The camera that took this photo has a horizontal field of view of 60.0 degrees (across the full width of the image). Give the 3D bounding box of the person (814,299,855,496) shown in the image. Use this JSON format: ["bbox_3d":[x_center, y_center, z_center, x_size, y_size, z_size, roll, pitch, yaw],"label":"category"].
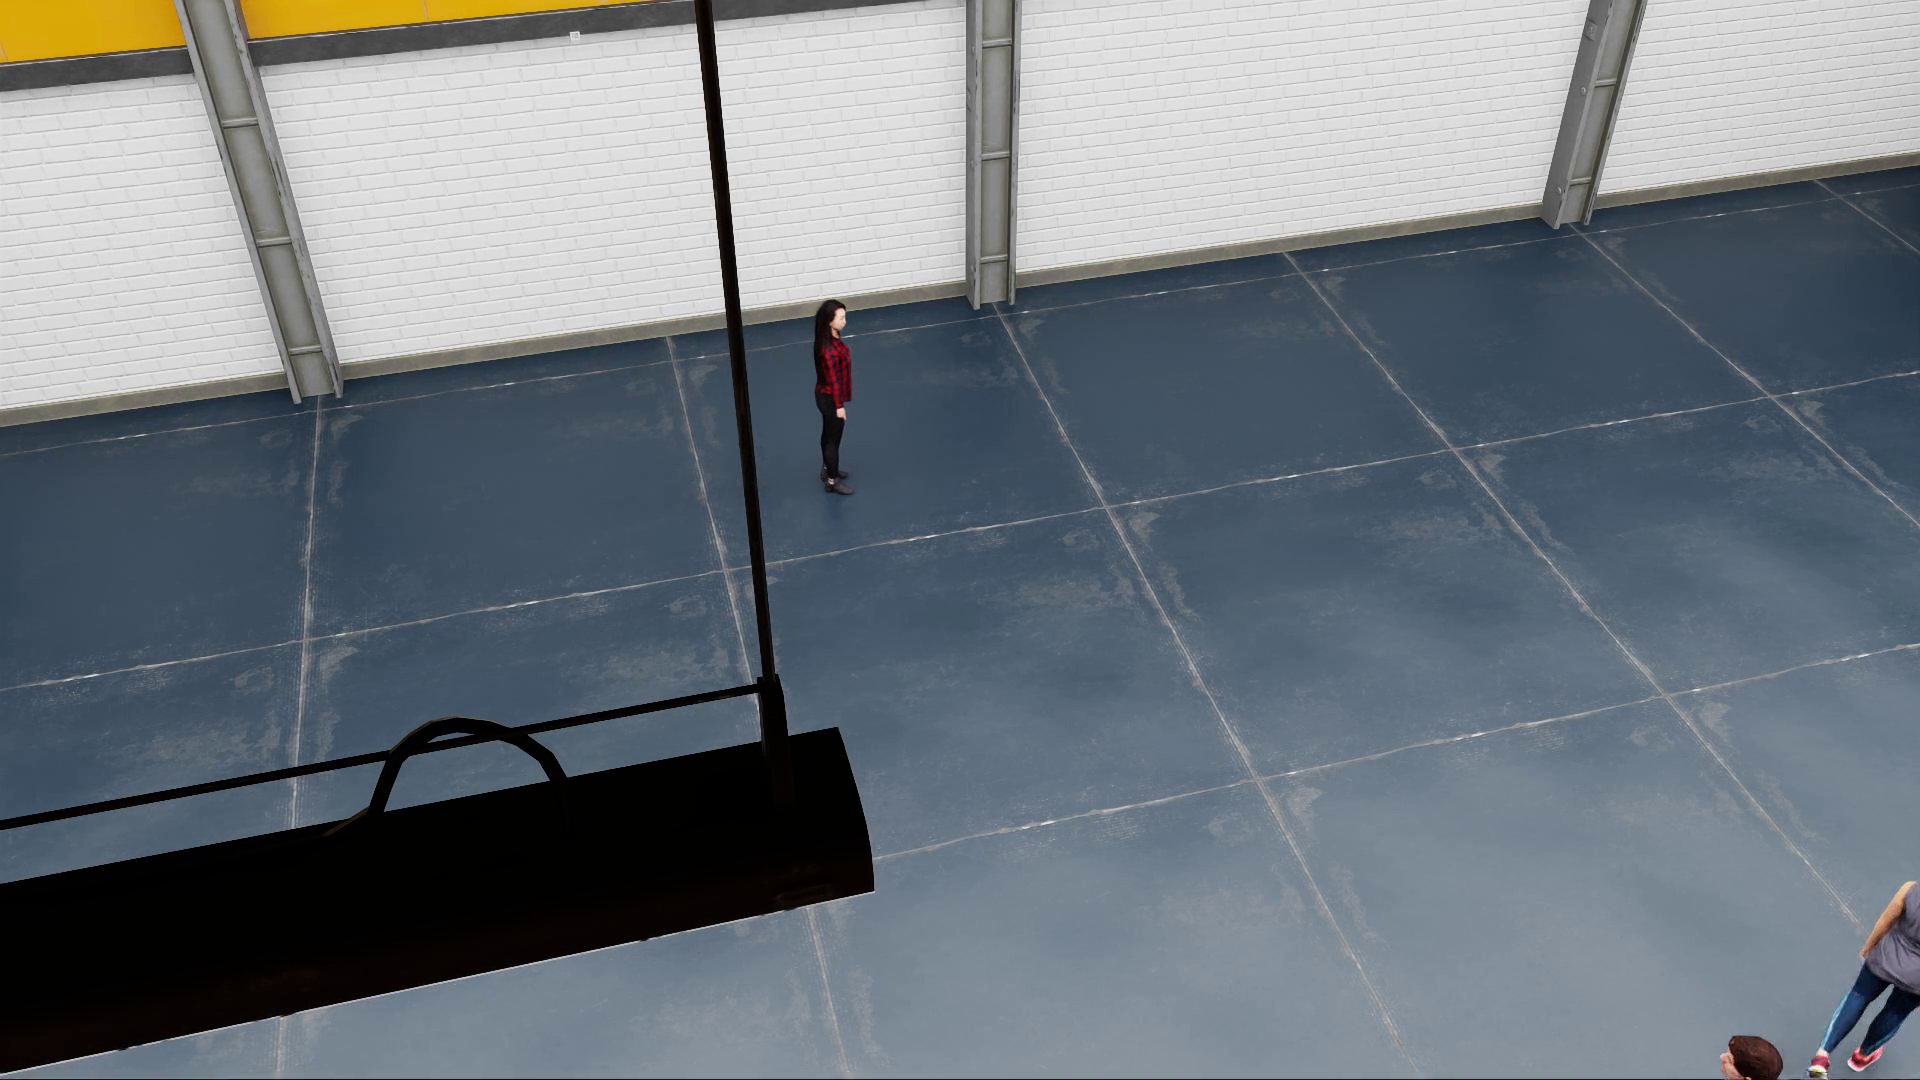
[{"bbox_3d":[-0.995,-1.094,12.733,0.533,1.655,0.602,-6,39,-7],"label":"person"}]

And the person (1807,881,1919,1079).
[{"bbox_3d":[4.784,2.248,8.504,1.004,1.709,0.802,-27,46,-30],"label":"person"}]
